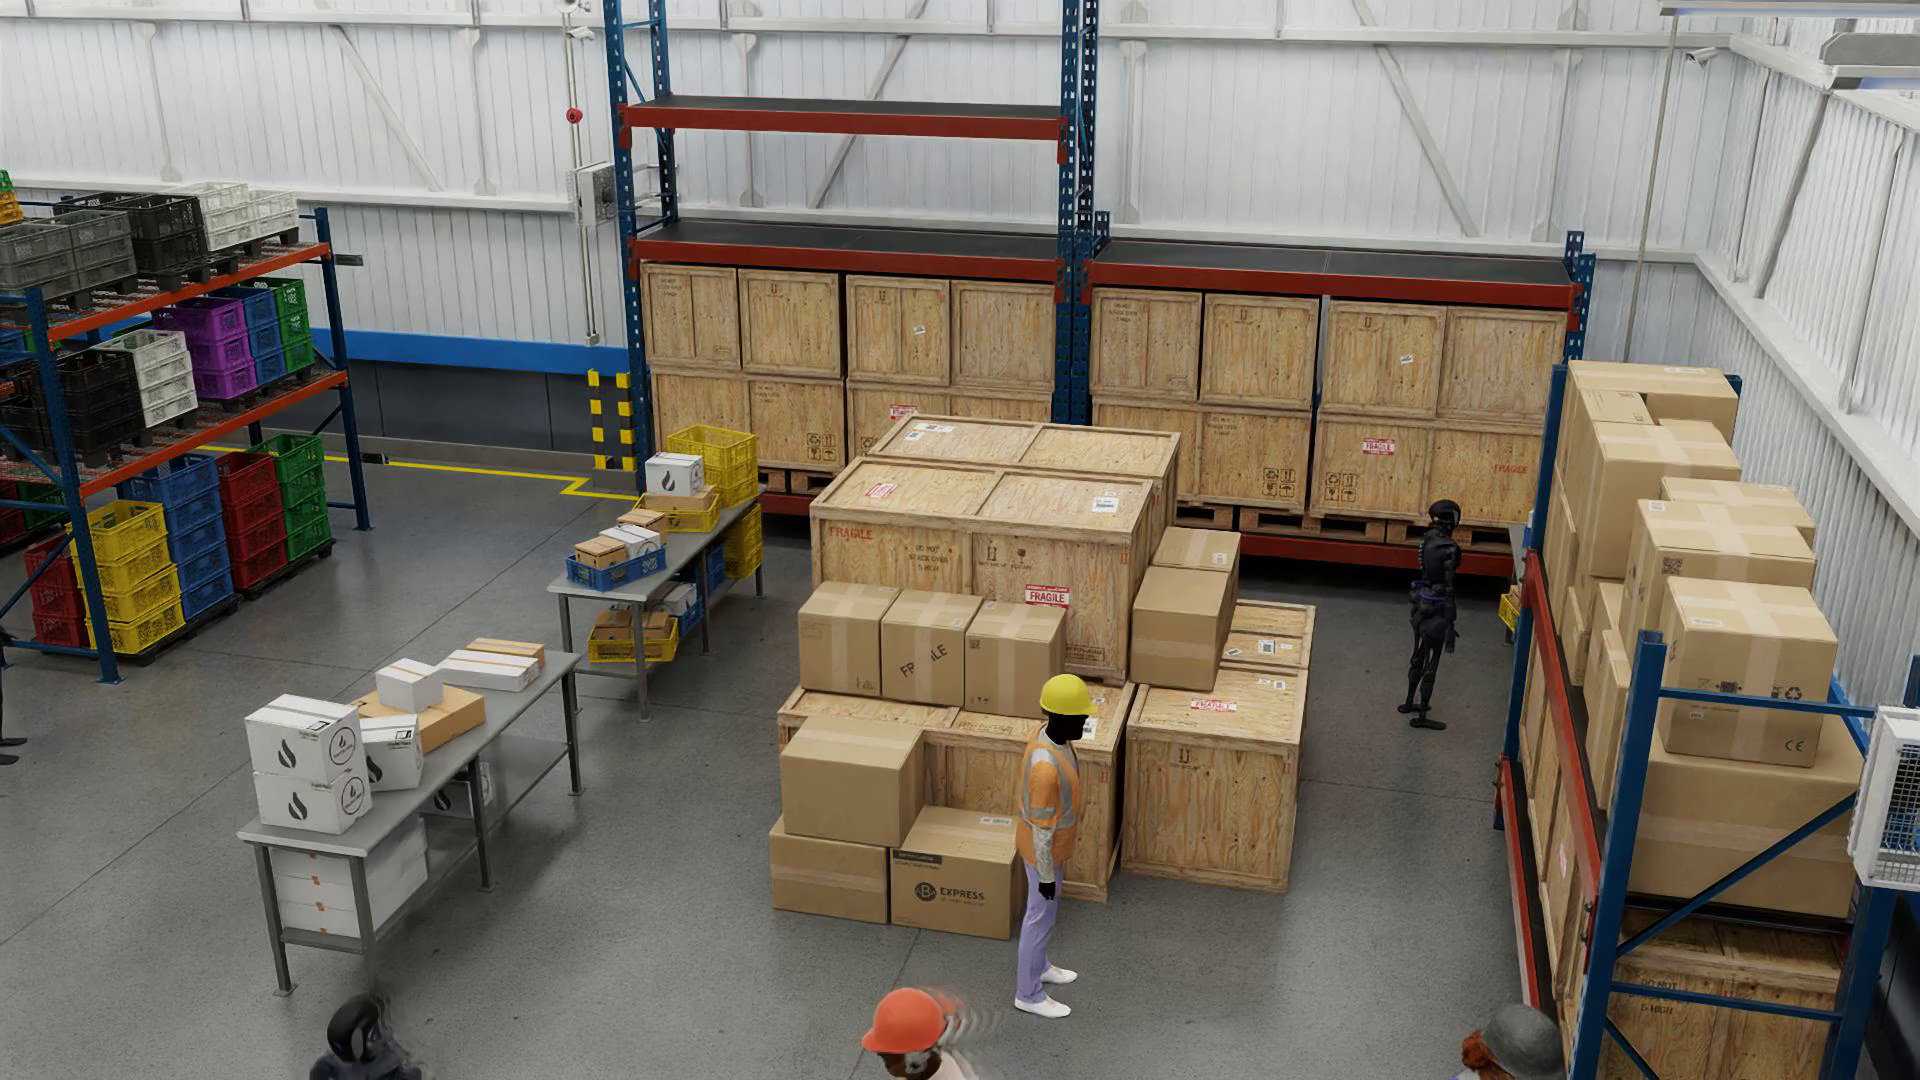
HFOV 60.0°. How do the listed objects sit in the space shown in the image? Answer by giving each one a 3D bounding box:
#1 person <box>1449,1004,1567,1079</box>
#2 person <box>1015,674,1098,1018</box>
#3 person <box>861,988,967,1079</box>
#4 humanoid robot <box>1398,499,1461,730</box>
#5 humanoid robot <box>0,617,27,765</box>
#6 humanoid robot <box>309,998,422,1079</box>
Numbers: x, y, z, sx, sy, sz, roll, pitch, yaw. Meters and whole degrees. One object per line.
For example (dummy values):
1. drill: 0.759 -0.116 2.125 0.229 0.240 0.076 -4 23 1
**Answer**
1. person: 1.918 2.525 5.962 0.674 2.000 0.536 -18 27 -39
2. person: 0.493 1.574 8.626 0.402 1.920 0.588 4 21 9
3. person: 0.012 2.490 6.207 0.974 1.939 0.675 -5 21 -12
4. humanoid robot: 3.355 0.505 11.727 0.329 1.660 0.583 -2 21 -4
5. humanoid robot: -6.601 0.693 11.240 0.315 1.657 0.610 -6 22 -14
6. humanoid robot: -2.251 2.505 6.530 0.614 1.638 0.532 6 22 16
